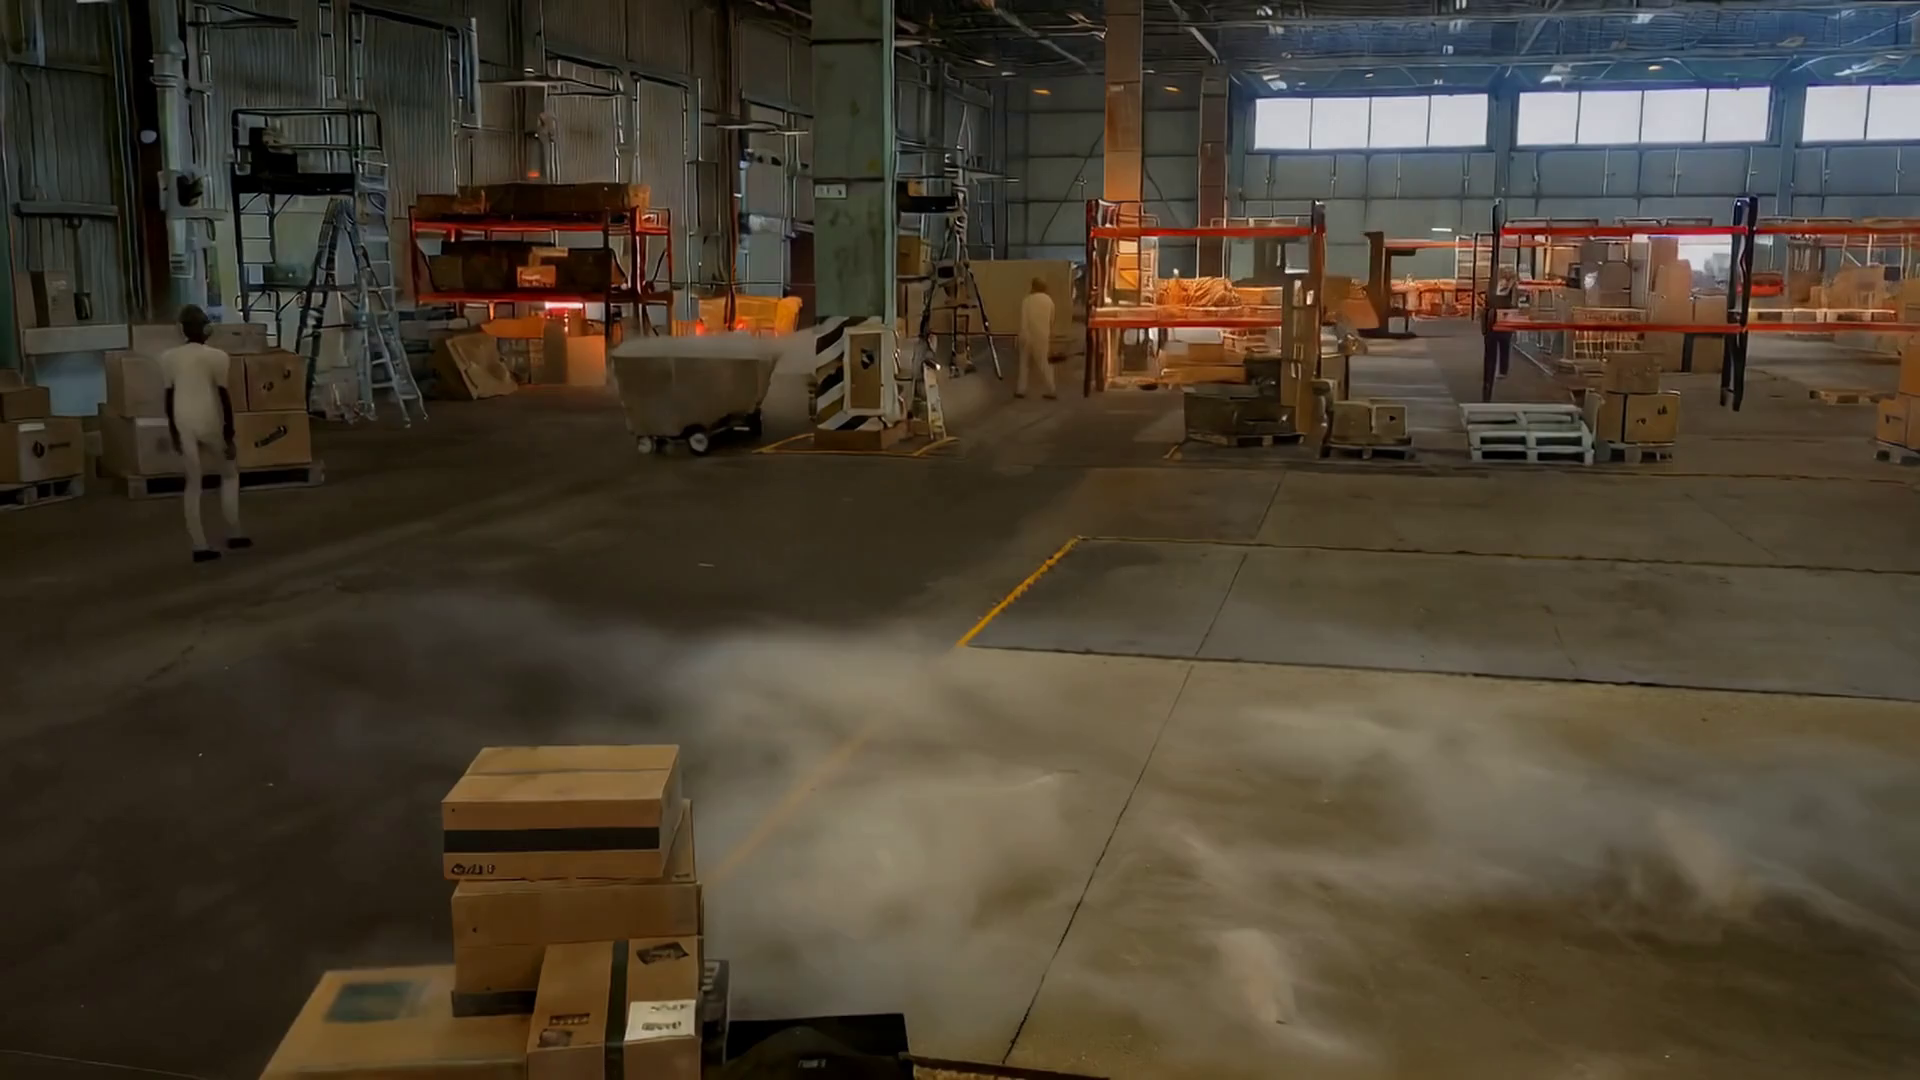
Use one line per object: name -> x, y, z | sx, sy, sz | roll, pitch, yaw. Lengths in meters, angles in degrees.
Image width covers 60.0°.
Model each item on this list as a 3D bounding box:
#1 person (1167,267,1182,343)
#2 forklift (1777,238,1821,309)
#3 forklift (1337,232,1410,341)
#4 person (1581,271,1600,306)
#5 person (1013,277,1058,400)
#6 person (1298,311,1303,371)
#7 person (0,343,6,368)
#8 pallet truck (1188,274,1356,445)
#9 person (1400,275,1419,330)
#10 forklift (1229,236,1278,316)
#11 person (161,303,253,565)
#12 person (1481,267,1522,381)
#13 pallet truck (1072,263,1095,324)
person -> 5.506, -6.034, 42.703 | 0.360, 1.939, 0.543 | -1, 10, -8
forklift -> 28.229, -8.730, 55.807 | 1.129, 2.768, 1.873 | 2, 10, 14
forklift -> 10.815, -6.627, 43.424 | 1.873, 2.768, 1.129 | 2, 10, 13
person -> 12.945, -4.620, 34.486 | 0.786, 1.897, 0.606 | 2, 10, 11
person -> 1.198, -3.078, 25.471 | 0.651, 1.894, 0.958 | -6, 11, -31
person -> 6.650, -4.096, 31.887 | 0.320, 1.736, 0.485 | 6, 11, 32
person -> -10.093, -1.639, 17.110 | 0.619, 1.845, 0.430 | 1, 10, 3
pallet truck -> 3.653, -2.138, 19.590 | 1.885, 1.965, 0.823 | -4, 10, -20
person -> 13.387, -7.058, 49.576 | 0.545, 1.647, 0.894 | 4, 10, 21
forklift -> 9.149, -7.747, 50.019 | 1.873, 2.768, 1.129 | 9, 13, 42
person -> -5.424, -0.778, 12.022 | 0.562, 1.841, 0.796 | 0, 10, 0
person -> 9.528, -3.815, 29.334 | 0.700, 2.000, 0.544 | 5, 11, 28
pallet truck -> 4.325, -8.180, 55.162 | 0.823, 1.965, 1.885 | 6, 11, 31
